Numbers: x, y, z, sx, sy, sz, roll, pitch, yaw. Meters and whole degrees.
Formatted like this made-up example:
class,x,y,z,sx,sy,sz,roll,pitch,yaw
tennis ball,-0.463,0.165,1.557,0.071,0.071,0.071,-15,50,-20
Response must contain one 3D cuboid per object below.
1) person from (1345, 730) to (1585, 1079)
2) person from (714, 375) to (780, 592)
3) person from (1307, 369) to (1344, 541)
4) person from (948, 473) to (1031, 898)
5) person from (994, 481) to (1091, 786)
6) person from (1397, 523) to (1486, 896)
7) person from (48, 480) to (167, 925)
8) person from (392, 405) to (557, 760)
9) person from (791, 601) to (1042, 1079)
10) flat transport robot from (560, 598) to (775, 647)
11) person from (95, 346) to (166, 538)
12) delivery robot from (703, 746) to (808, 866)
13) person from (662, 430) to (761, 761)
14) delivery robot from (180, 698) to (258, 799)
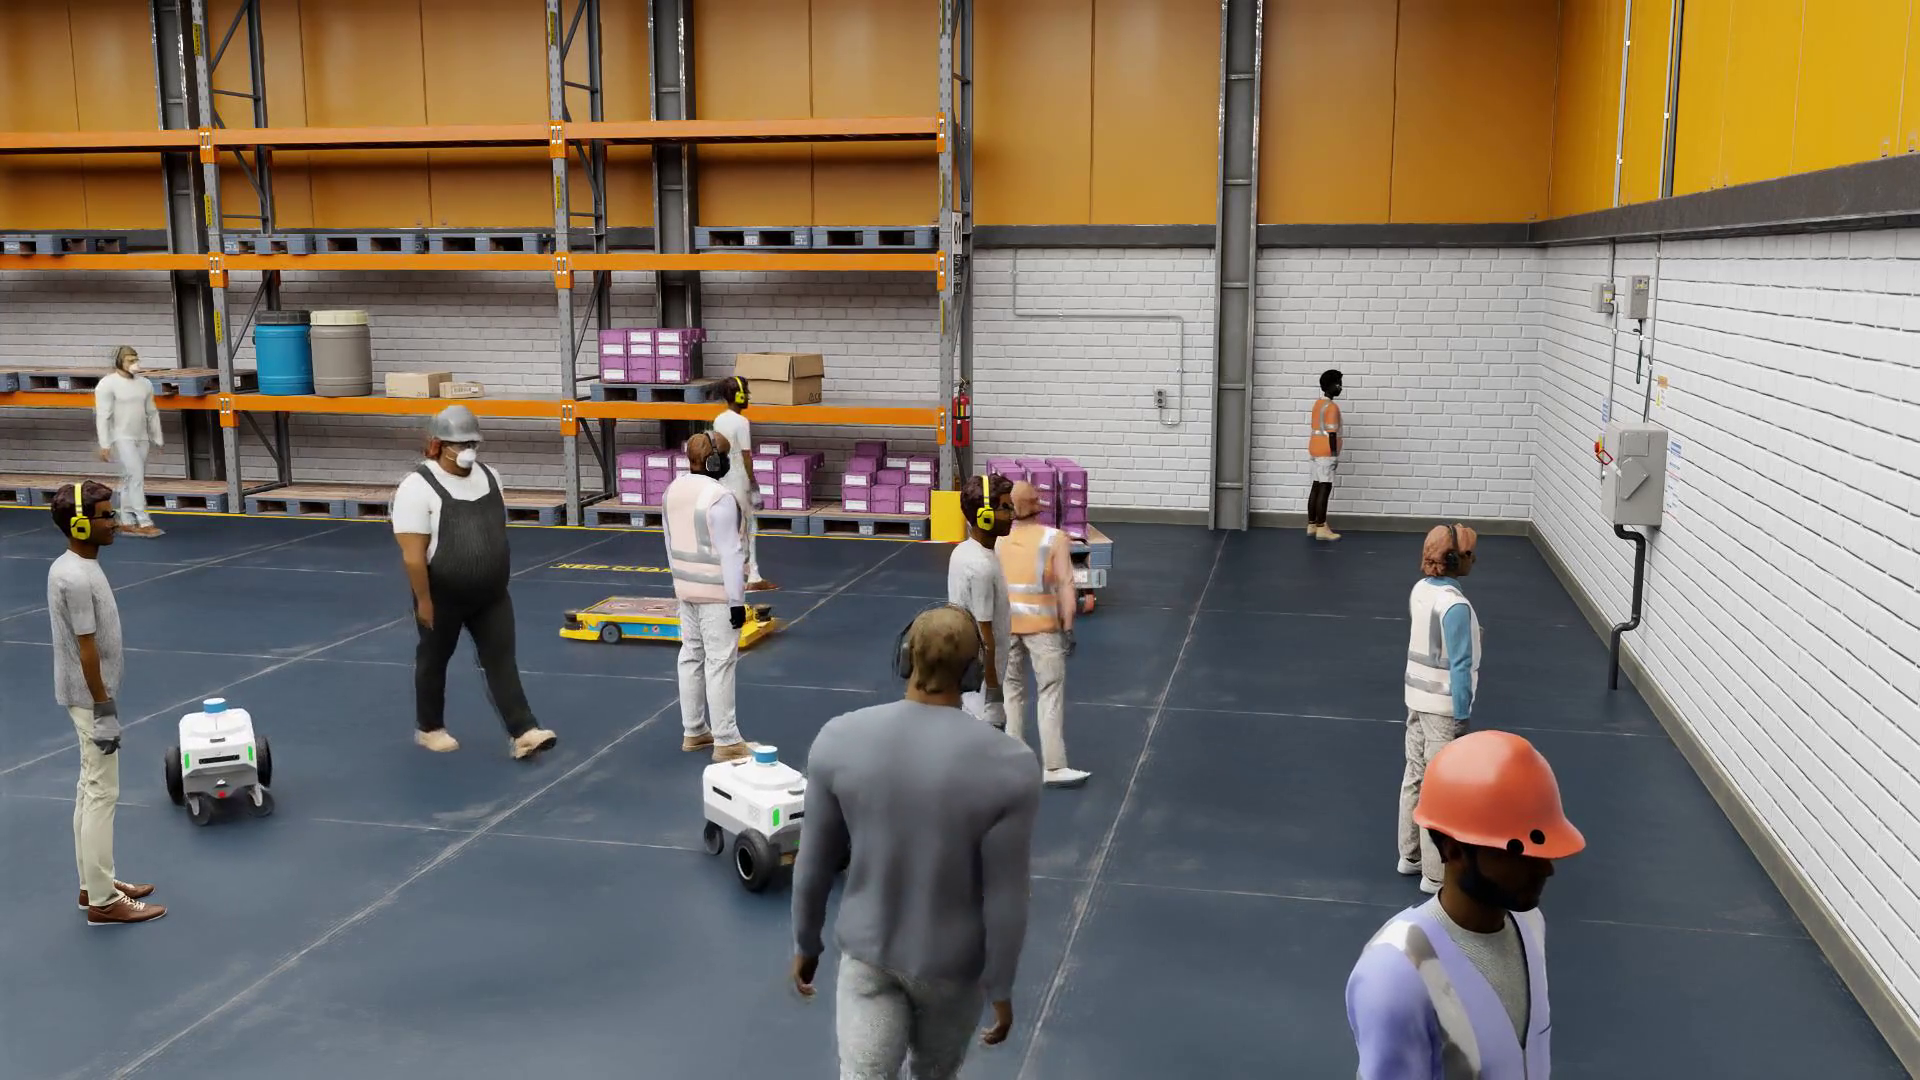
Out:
class,x,y,z,sx,sy,sz,roll,pitch,yaw
person,0.943,1.295,3.138,0.546,1.939,0.375,-9,13,-44
person,-1.903,-0.429,13.664,0.867,1.840,0.526,-5,11,-29
person,3.642,-0.851,16.552,0.320,1.697,0.537,-1,10,-5
person,0.112,0.637,7.242,0.326,1.872,0.518,-2,10,-12
person,0.404,0.492,8.869,0.656,1.605,0.384,4,11,25
person,2.107,0.741,7.304,0.308,1.641,0.517,-1,10,-7
person,-3.612,0.682,6.989,0.328,1.867,0.514,-6,11,-33
person,-2.719,0.225,9.174,1.021,2.000,0.705,8,12,39
person,-0.143,1.121,4.320,0.670,1.898,0.894,2,10,12
flat transport robot,-2.146,0.590,12.241,1.431,0.197,0.652,2,10,12
person,-8.160,-0.966,16.585,0.802,1.914,0.655,3,10,17
delivery robot,-0.882,1.185,7.601,0.477,0.478,0.707,-7,12,-36
person,-1.383,0.305,9.288,0.429,1.844,0.622,-9,13,-42
delivery robot,-3.759,1.047,8.422,0.477,0.478,0.707,-4,11,-25
